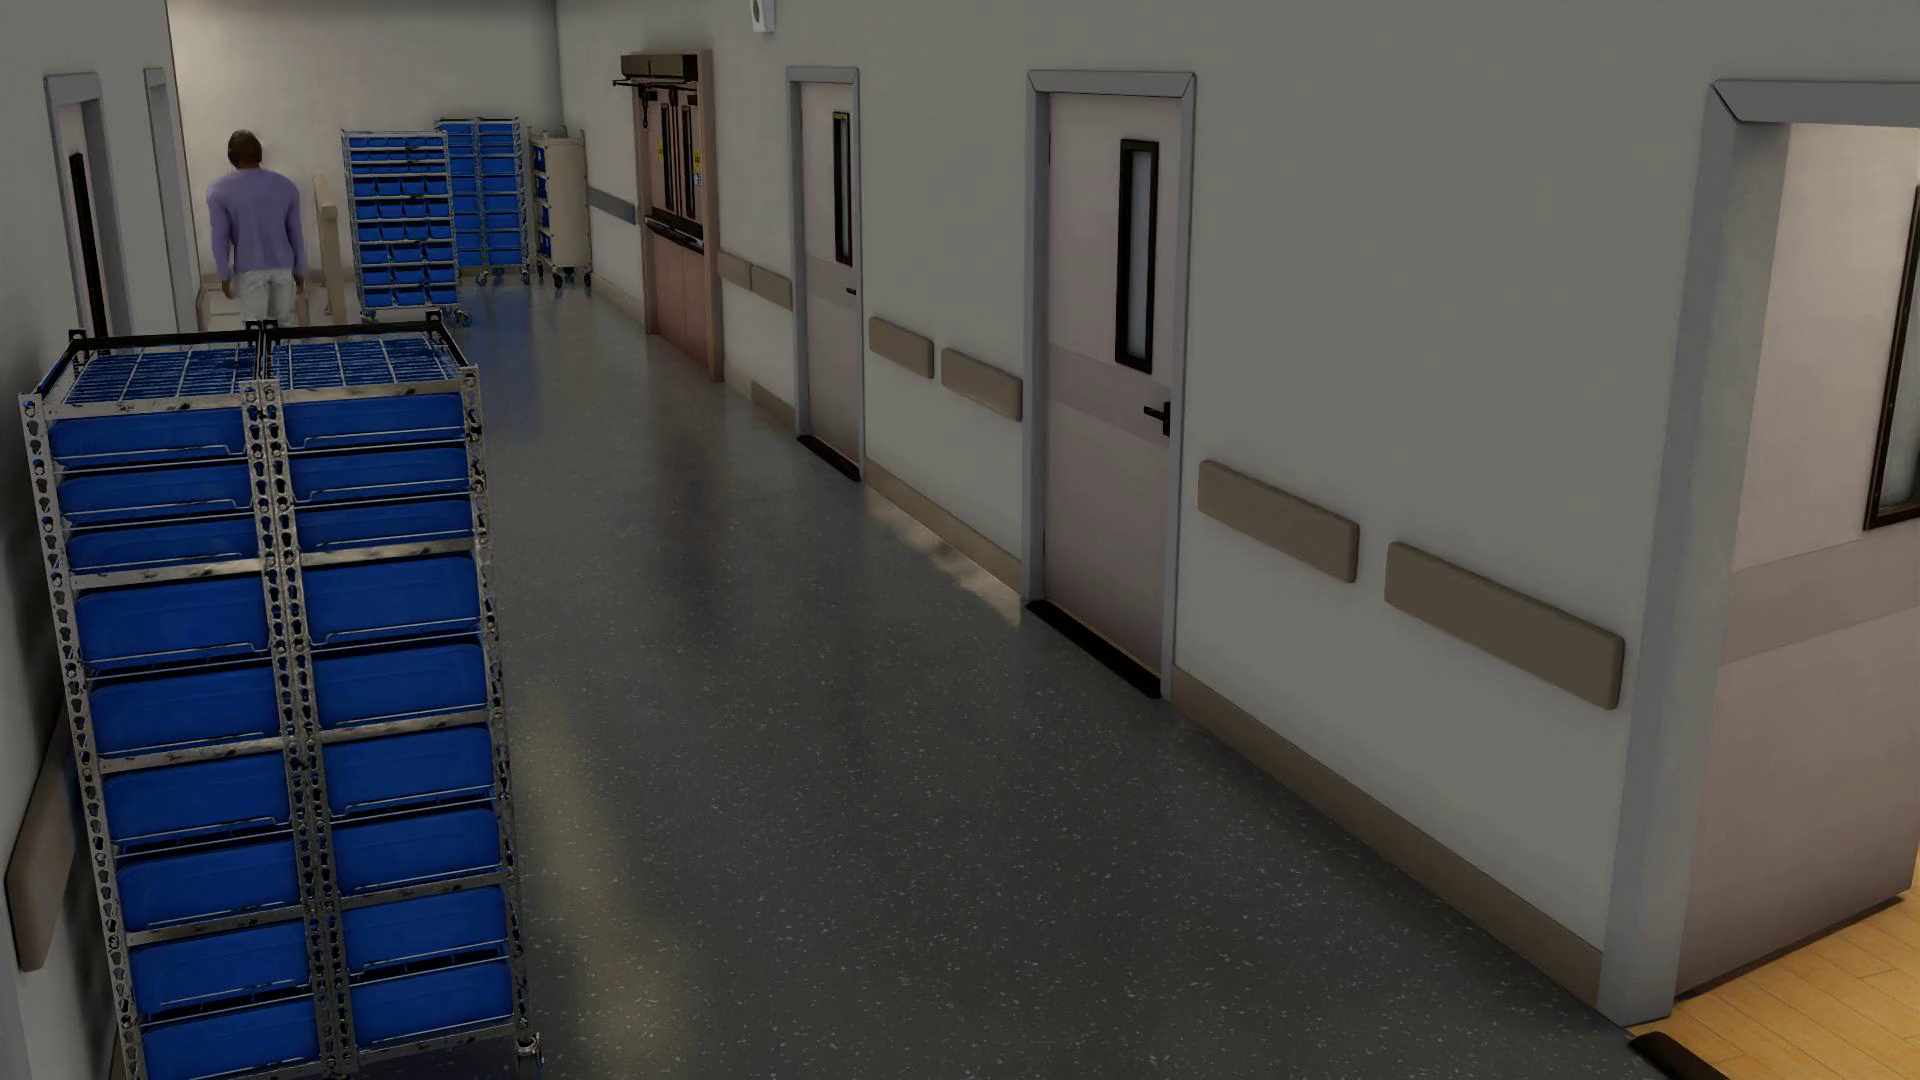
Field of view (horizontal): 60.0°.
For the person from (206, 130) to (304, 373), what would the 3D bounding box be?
[{"bbox_3d":[-4.811,-1.862,11.545,0.626,1.919,0.723,-13,21,-39],"label":"person"}]
